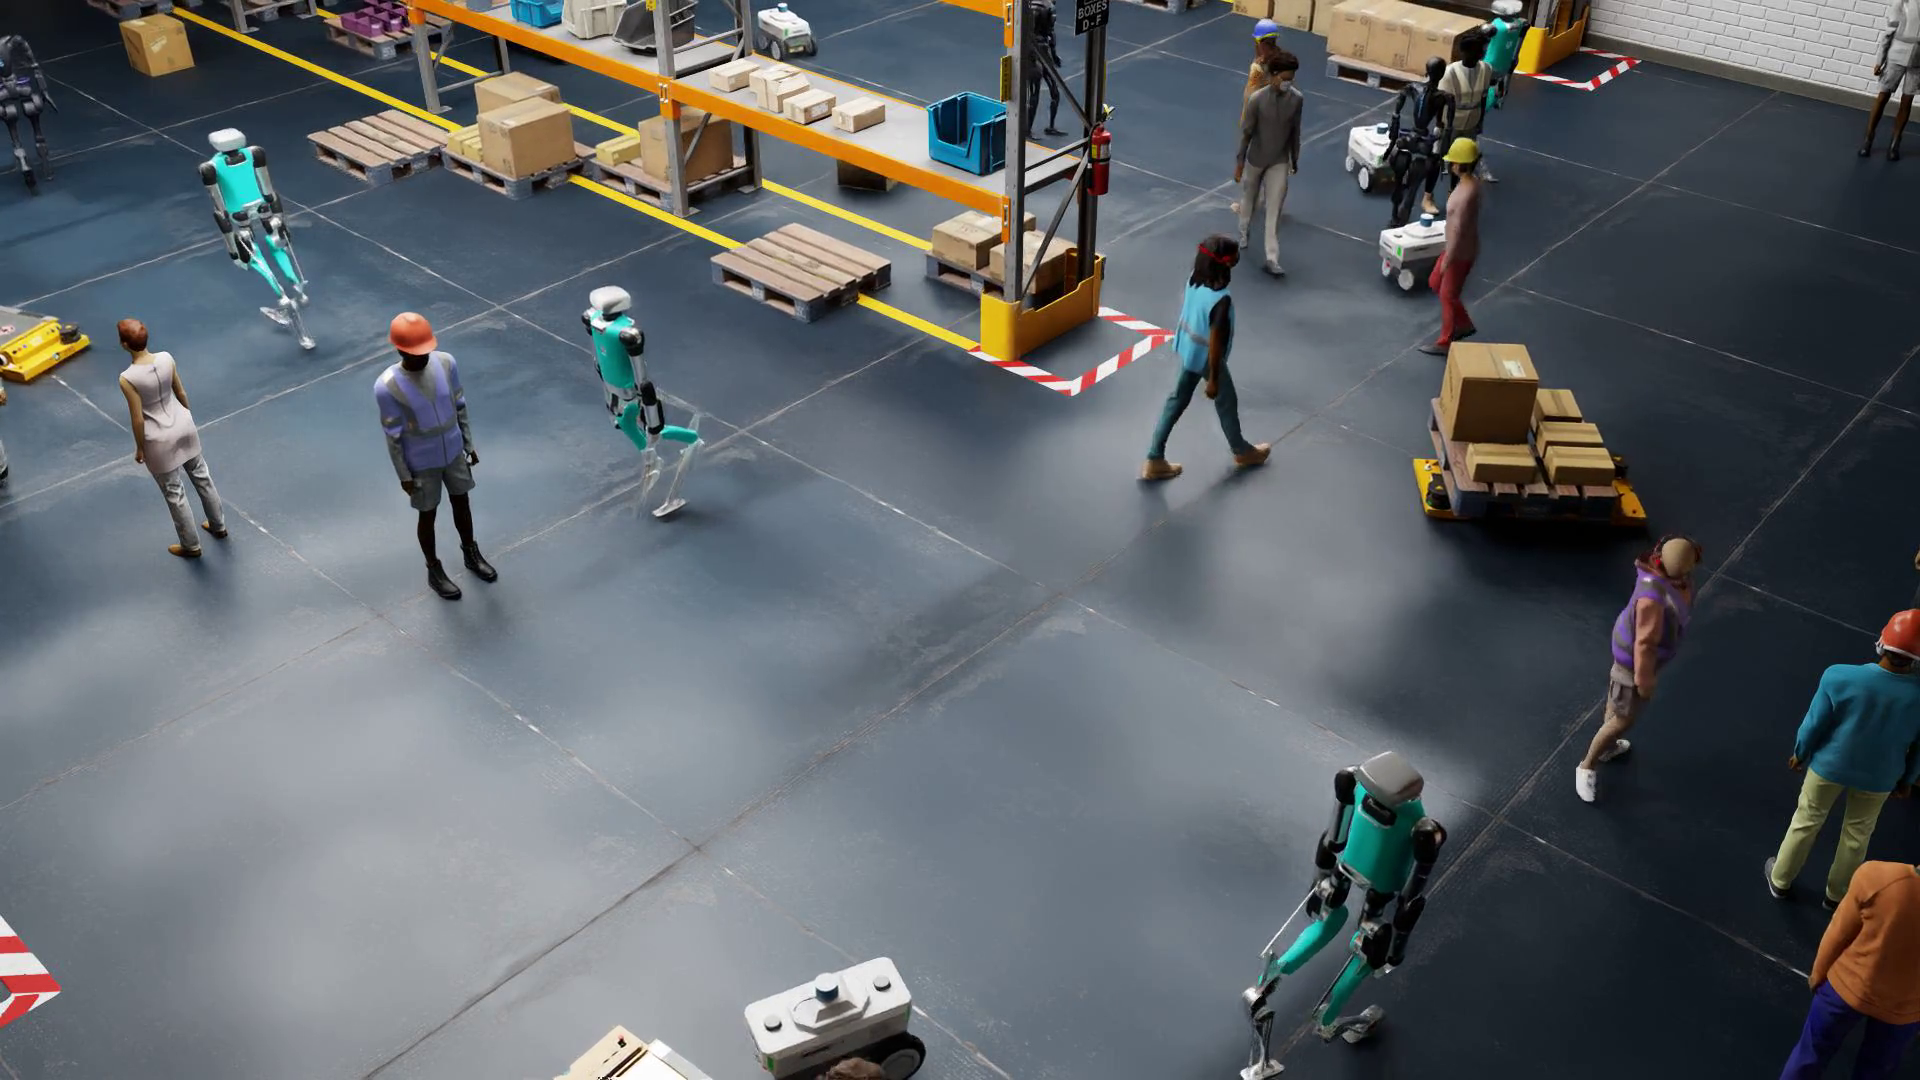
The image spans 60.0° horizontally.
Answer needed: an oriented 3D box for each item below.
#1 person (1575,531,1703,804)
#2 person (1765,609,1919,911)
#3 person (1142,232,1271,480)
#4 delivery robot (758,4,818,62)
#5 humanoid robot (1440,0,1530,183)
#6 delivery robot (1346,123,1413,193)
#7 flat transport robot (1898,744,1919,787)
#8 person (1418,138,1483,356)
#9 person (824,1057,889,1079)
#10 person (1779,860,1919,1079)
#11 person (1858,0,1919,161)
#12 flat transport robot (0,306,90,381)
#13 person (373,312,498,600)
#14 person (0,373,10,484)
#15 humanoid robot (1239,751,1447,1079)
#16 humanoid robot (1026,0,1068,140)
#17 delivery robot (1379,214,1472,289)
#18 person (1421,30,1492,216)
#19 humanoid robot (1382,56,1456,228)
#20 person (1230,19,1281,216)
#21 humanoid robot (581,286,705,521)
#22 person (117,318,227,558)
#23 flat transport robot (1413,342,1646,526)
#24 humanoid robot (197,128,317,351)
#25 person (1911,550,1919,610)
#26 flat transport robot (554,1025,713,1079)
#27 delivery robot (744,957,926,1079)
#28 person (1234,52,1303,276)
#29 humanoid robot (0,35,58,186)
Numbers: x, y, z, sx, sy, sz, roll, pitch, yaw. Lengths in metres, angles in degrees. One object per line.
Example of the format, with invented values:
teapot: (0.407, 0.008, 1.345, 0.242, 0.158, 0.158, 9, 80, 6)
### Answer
person: (3.580, 0.604, 8.714, 0.355, 1.658, 0.638, 19, 39, 26)
person: (4.293, 1.058, 7.969, 0.571, 1.750, 0.329, 14, 37, 19)
person: (1.703, -1.236, 11.243, 0.974, 1.811, 0.551, -13, 37, -18)
delivery robot: (-2.004, -5.806, 18.956, 0.499, 0.579, 0.774, -21, 40, -27)
humanoid robot: (4.837, -4.285, 15.736, 0.536, 1.767, 0.864, -16, 38, -22)
delivery robot: (3.999, -3.668, 15.873, 0.499, 0.595, 0.792, -8, 35, -12)
flat transport robot: (5.778, 1.233, 9.023, 1.431, 0.231, 0.659, 17, 38, 23)
person: (3.779, -2.226, 12.730, 0.388, 1.745, 0.562, 9, 36, 13)
person: (-0.519, 2.440, 6.079, 0.589, 1.628, 0.540, -8, 35, -11)
person: (3.715, 1.801, 6.707, 0.515, 1.973, 0.407, 19, 39, 25)
person: (9.157, -4.636, 16.073, 0.546, 1.926, 0.388, 13, 37, 18)
flat transport robot: (-7.684, -1.592, 13.117, 1.431, 0.231, 0.659, 12, 36, 17)
person: (-3.182, -0.516, 10.102, 0.385, 1.929, 0.543, 27, 43, 34)
person: (-6.628, -1.018, 10.939, 0.596, 1.790, 0.849, -19, 39, -25)
humanoid robot: (1.539, 1.720, 7.061, 1.025, 1.763, 0.535, -23, 41, -30)
humanoid robot: (0.854, -4.785, 16.501, 0.497, 1.646, 0.593, 16, 38, 21)
delivery robot: (3.966, -2.474, 14.160, 0.785, 0.614, 0.516, -12, 36, -16)
person: (4.497, -3.762, 15.010, 0.534, 1.691, 0.320, -10, 36, -14)
humanoid robot: (3.983, -3.413, 14.539, 0.584, 1.623, 0.660, 21, 40, 27)
person: (2.697, -3.793, 14.989, 0.405, 1.753, 0.572, 29, 44, 35)
humanoid robot: (-1.986, -0.860, 10.790, 0.543, 1.803, 0.806, 29, 44, 35)
person: (-5.026, -0.651, 10.529, 0.286, 1.658, 0.437, 15, 37, 21)
flat transport robot: (3.871, -0.372, 11.350, 1.431, 0.231, 0.659, 3, 35, 4)
humanoid robot: (-5.280, -2.245, 12.780, 0.956, 1.740, 0.538, 23, 41, 30)
person: (5.618, 0.105, 9.284, 0.499, 1.839, 0.343, 24, 41, 31)
flat transport robot: (-1.200, 2.610, 7.030, 1.431, 0.231, 0.659, 24, 41, 31)
delivery robot: (-0.557, 2.162, 7.441, 0.782, 0.611, 0.525, -15, 37, -21)
person: (2.616, -3.236, 14.114, 0.586, 1.843, 0.970, -2, 35, -3)
humanoid robot: (-8.812, -4.114, 15.531, 0.615, 1.637, 0.510, -16, 38, -22)
